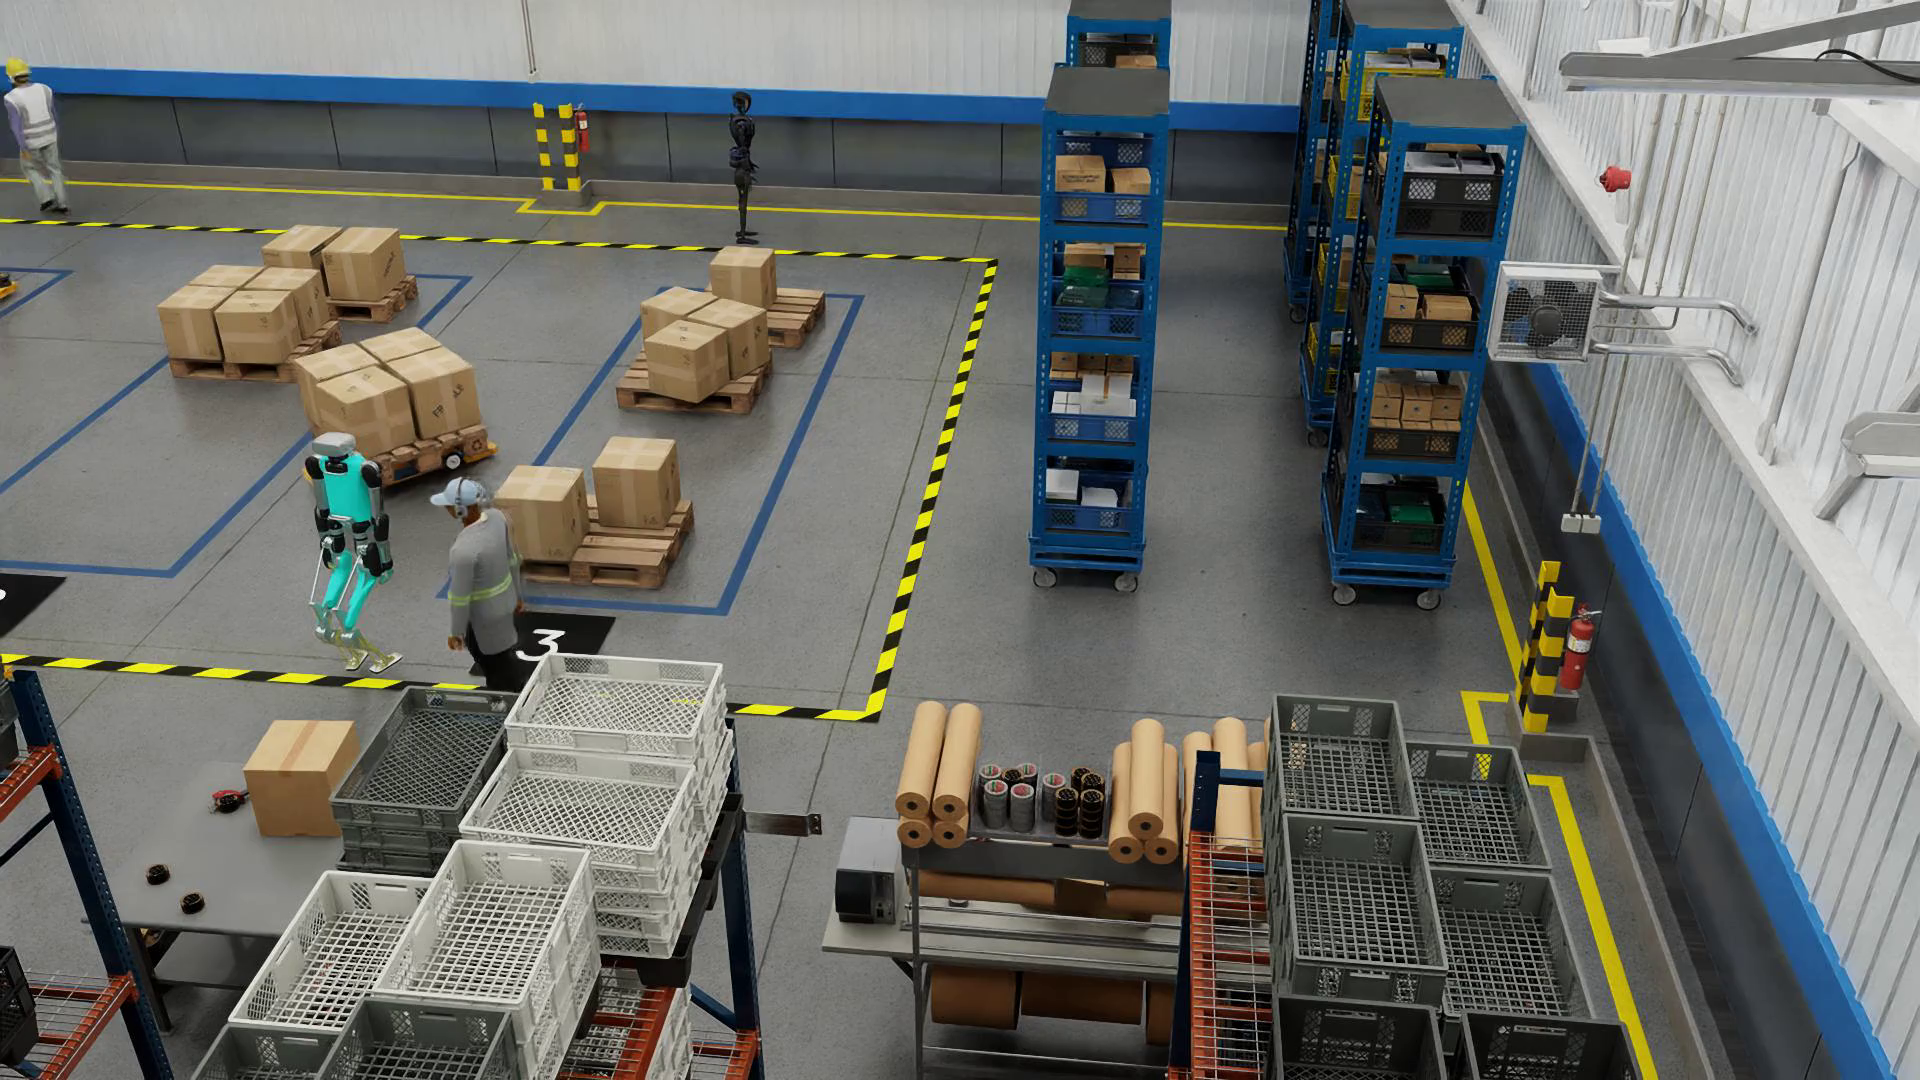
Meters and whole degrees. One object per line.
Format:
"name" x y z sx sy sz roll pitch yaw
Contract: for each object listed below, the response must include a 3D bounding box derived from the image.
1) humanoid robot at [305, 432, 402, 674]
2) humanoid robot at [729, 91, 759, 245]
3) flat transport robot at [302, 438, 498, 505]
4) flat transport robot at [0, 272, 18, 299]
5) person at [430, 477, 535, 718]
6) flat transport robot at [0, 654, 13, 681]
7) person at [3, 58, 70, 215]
"humanoid robot" -4.035 0.163 10.806 0.533 1.671 0.735 9 31 15
"humanoid robot" -2.378 -4.123 18.342 0.315 1.654 0.599 -2 30 -4
"flat transport robot" -4.668 -0.710 13.866 1.431 0.197 0.652 -23 37 -34
"flat transport robot" -10.560 -2.579 17.076 1.431 0.197 0.652 3 30 6
"person" -3.015 0.433 10.373 0.651 1.831 0.593 2 30 4
"flat transport robot" -7.142 0.969 11.010 1.431 0.231 0.659 3 30 6
"person" -10.569 -4.602 19.039 0.445 1.817 0.596 19 35 29
